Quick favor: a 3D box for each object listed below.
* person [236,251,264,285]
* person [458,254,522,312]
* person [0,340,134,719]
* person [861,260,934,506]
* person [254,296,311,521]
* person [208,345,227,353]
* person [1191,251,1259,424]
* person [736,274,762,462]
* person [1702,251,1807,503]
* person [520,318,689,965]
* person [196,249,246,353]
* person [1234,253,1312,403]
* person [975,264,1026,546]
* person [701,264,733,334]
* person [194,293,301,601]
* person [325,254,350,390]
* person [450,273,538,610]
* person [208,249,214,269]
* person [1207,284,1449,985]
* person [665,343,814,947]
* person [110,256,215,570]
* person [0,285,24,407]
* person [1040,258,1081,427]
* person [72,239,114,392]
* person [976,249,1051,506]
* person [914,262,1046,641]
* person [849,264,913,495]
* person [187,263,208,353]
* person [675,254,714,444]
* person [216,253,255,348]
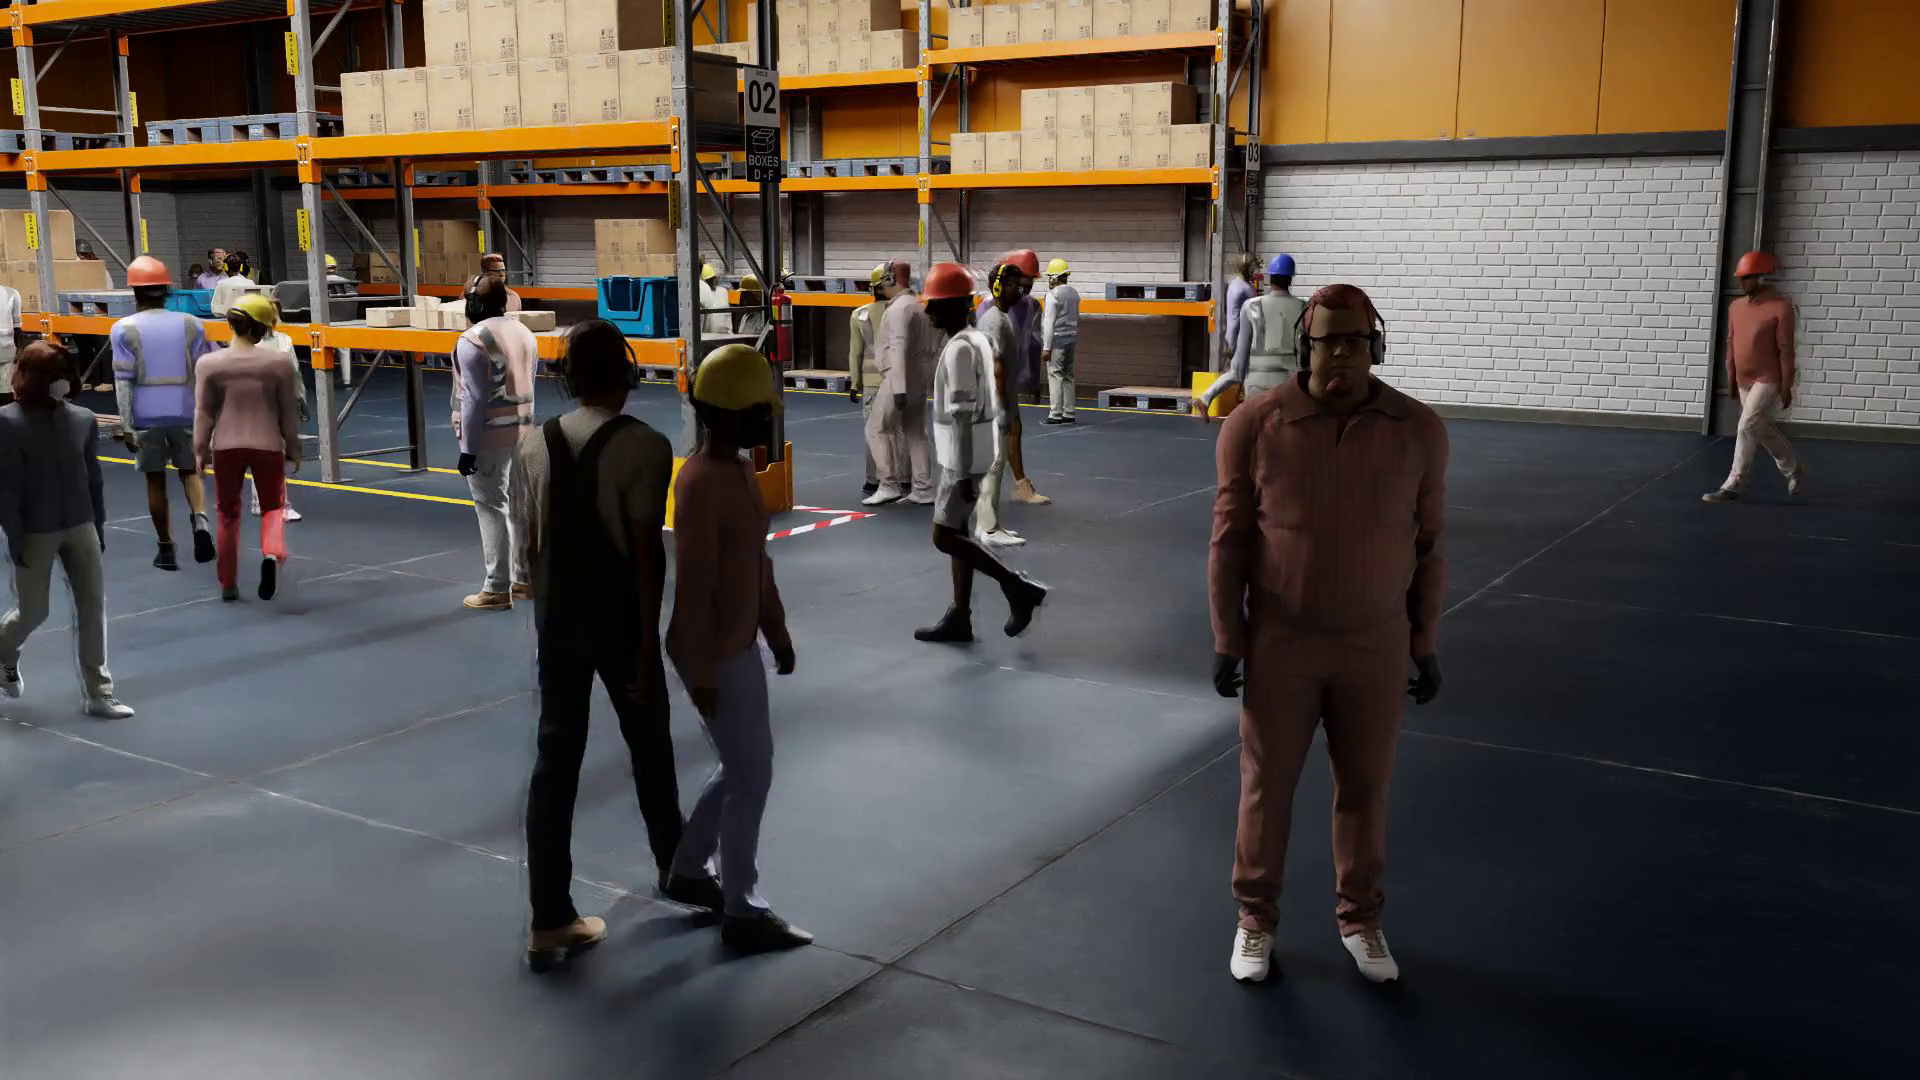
[{"bbox_3d":[-11.607,-3.757,26.998,0.633,1.841,0.429,-5,11,-24],"label":"person"},{"bbox_3d":[-4.133,-1.586,14.834,0.402,1.899,0.635,9,14,41],"label":"person"},{"bbox_3d":[-3.864,-0.045,7.038,0.661,1.609,0.498,6,12,30],"label":"person"},{"bbox_3d":[-0.492,-1.184,12.669,0.680,1.872,0.657,3,11,14],"label":"person"},{"bbox_3d":[-4.913,-0.942,12.006,0.666,1.612,0.538,4,11,20],"label":"person"},{"bbox_3d":[-10.245,-2.956,23.102,0.736,1.642,0.574,-6,12,-31],"label":"person"},{"bbox_3d":[2.993,-2.167,18.021,0.909,1.915,0.633,3,11,15],"label":"person"},{"bbox_3d":[-1.699,-1.312,13.746,0.309,1.737,0.484,-8,13,-36],"label":"person"},{"bbox_3d":[6.270,-1.265,12.926,0.992,1.951,0.627,-3,11,-17],"label":"person"},{"bbox_3d":[-1.026,0.256,4.891,0.521,1.787,0.965,3,11,17],"label":"person"},{"bbox_3d":[-9.442,-2.763,21.297,0.650,1.913,0.409,-2,10,-9],"label":"person"},{"bbox_3d":[2.437,-1.232,12.776,0.621,1.925,0.661,-1,10,-3],"label":"person"},{"bbox_3d":[0.265,-0.899,11.101,0.313,1.864,0.534,-1,10,-7],"label":"person"},{"bbox_3d":[-3.065,-2.506,20.390,0.422,1.734,0.616,8,13,39],"label":"person"},{"bbox_3d":[-3.949,-0.492,9.196,0.547,1.731,0.624,-3,11,-16],"label":"person"},{"bbox_3d":[-8.432,-2.906,22.347,0.622,1.825,0.403,-10,14,-43],"label":"person"},{"bbox_3d":[-2.571,-0.538,9.166,0.429,1.841,0.633,3,11,18],"label":"person"},{"bbox_3d":[-11.237,-3.487,25.377,0.926,1.890,0.588,7,12,32],"label":"person"},{"bbox_3d":[0.999,0.269,4.517,0.659,1.907,0.405,0,10,1],"label":"person"},{"bbox_3d":[-0.649,0.314,4.721,0.420,1.741,0.551,1,10,7],"label":"person"},{"bbox_3d":[-4.814,-0.751,10.094,0.550,1.927,0.565,-8,13,-37],"label":"person"},{"bbox_3d":[-8.710,-1.643,14.948,0.368,1.963,0.609,9,14,42],"label":"person"},{"bbox_3d":[1.077,-2.145,18.135,0.404,1.824,0.586,7,12,32],"label":"person"},{"bbox_3d":[-11.706,-3.004,22.276,0.682,2.000,0.537,3,11,18],"label":"person"},{"bbox_3d":[0.282,-1.277,12.962,1.060,1.975,0.624,10,14,43],"label":"person"},{"bbox_3d":[0.080,-0.406,8.233,0.609,1.920,0.553,2,10,10],"label":"person"},{"bbox_3d":[-0.598,-1.273,13.258,0.589,1.834,0.403,-3,11,-14],"label":"person"},{"bbox_3d":[-13.733,-4.178,29.979,0.645,1.604,0.395,6,12,29],"label":"person"},{"bbox_3d":[-2.340,-1.579,14.661,0.372,1.940,0.632,0,10,-2],"label":"person"},{"bbox_3d":[-8.712,-2.516,20.047,0.319,1.870,0.532,7,12,34],"label":"person"}]
